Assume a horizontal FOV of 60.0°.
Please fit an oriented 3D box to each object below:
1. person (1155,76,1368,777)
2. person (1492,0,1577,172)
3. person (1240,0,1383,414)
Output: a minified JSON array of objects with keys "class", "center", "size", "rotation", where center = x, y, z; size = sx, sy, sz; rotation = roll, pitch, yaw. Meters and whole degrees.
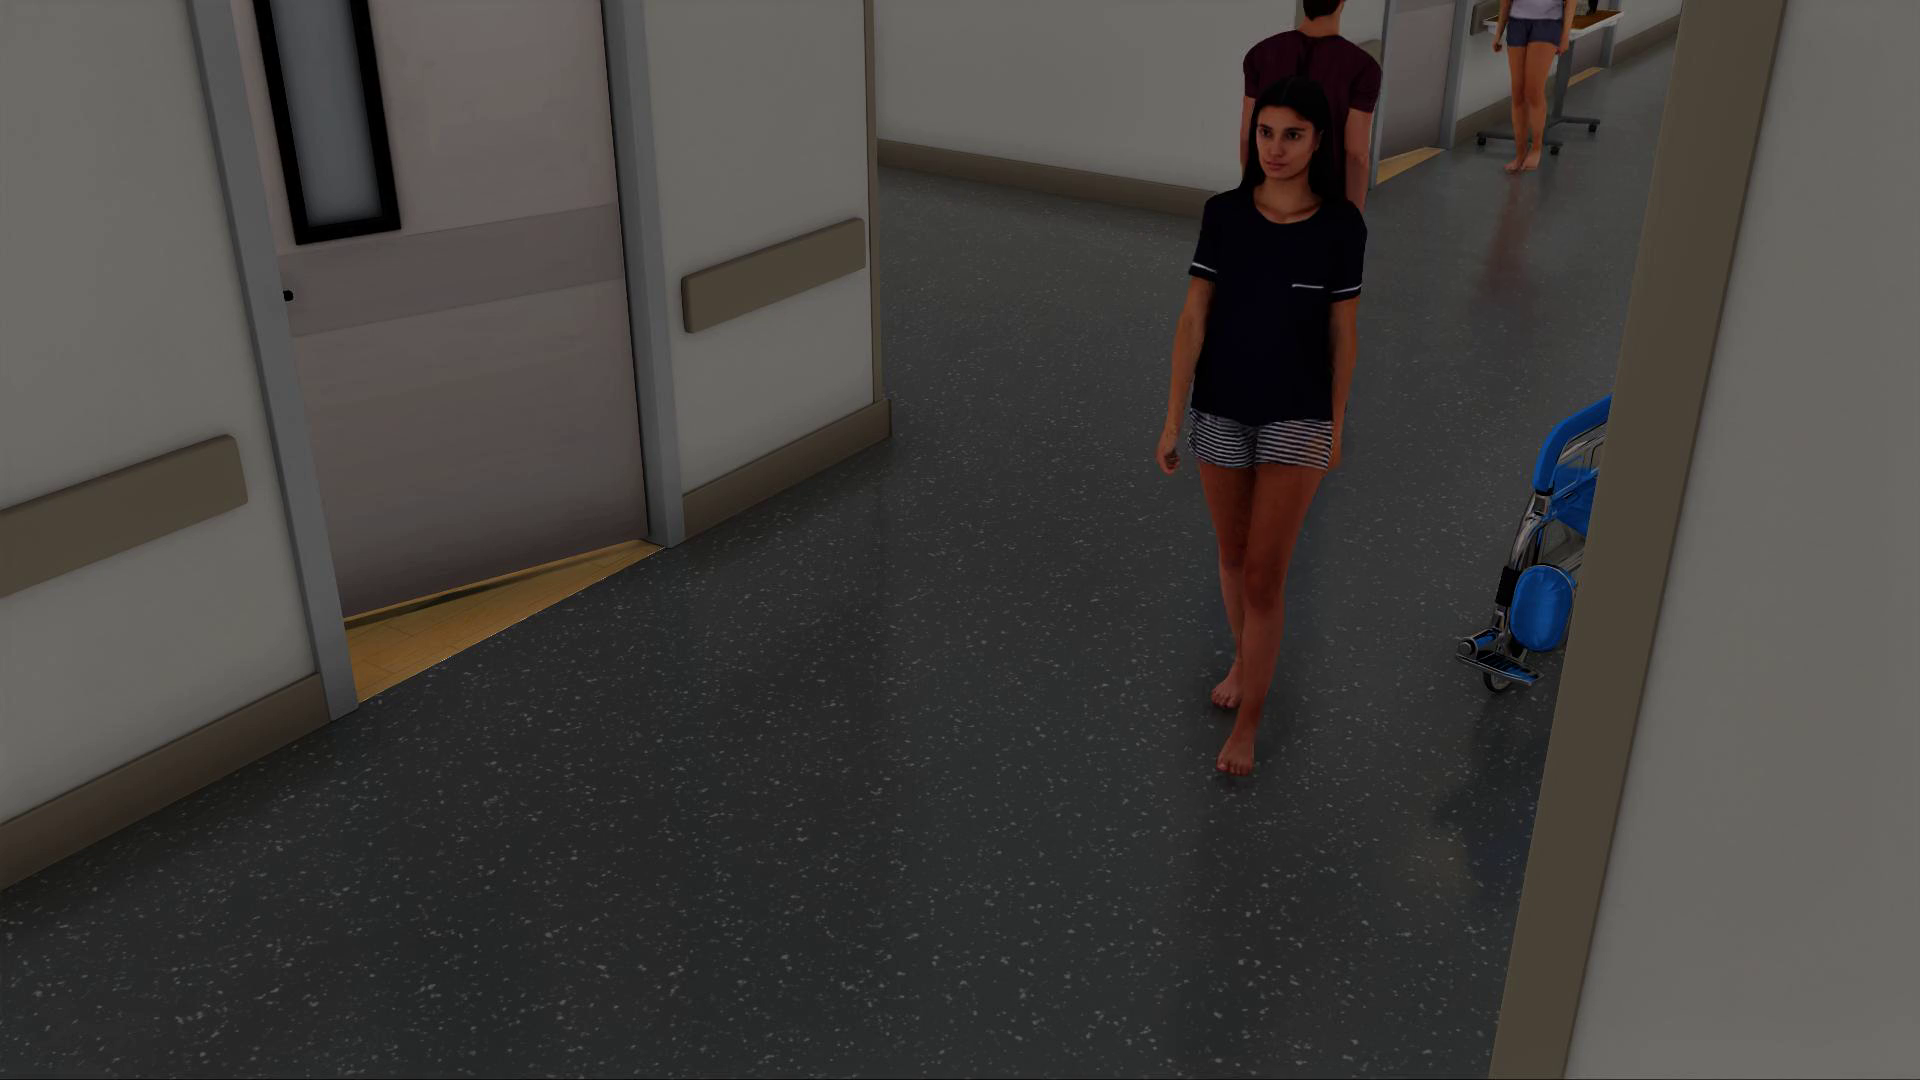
[{"class":"person","center":[0.811,-0.323,4.348],"size":[0.657,1.742,0.868],"rotation":[13,29,25]},{"class":"person","center":[3.553,-3.127,10.187],"size":[0.624,1.721,0.628],"rotation":[23,34,39]},{"class":"person","center":[1.159,-1.104,5.882],"size":[0.786,1.817,1.052],"rotation":[10,28,20]}]
